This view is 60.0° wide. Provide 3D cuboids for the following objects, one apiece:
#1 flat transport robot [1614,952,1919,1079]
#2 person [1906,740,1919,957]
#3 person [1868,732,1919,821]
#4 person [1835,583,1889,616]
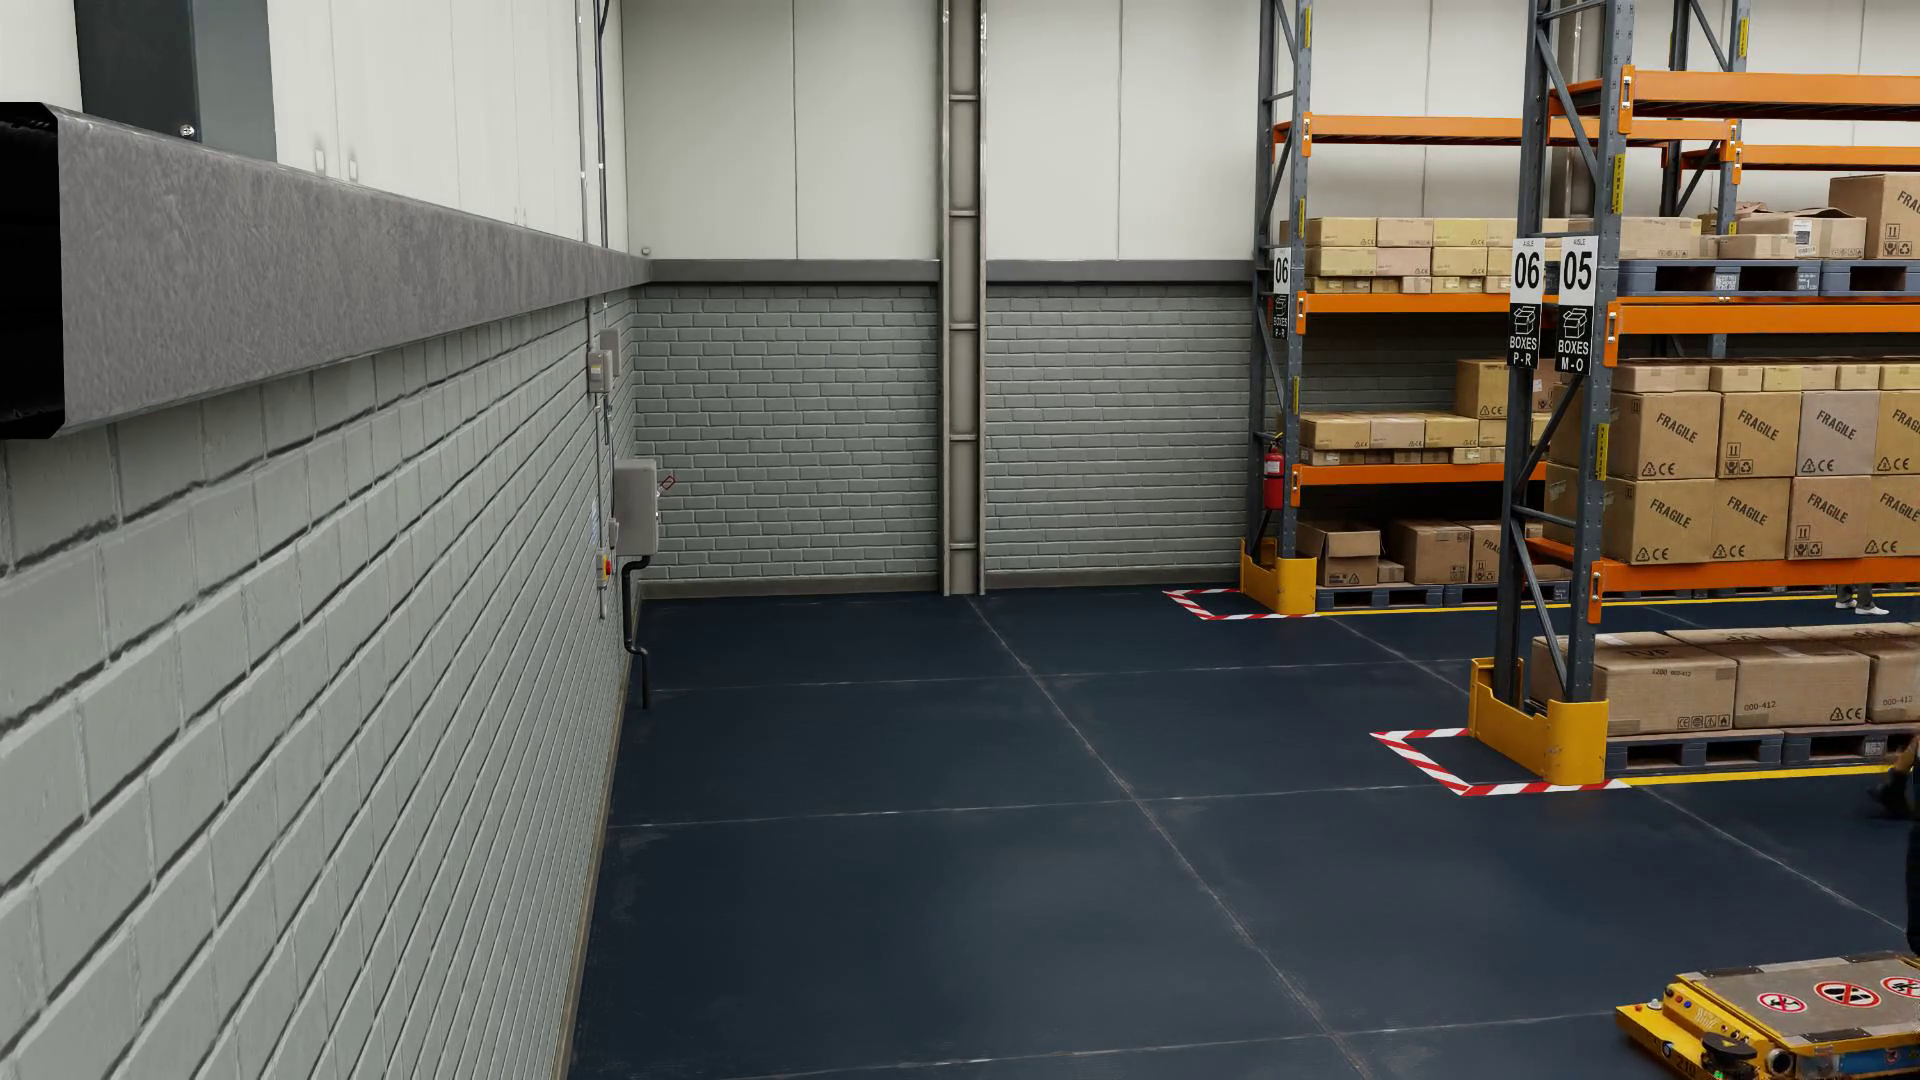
[{"bbox_3d":[3.370,1.863,6.450,1.431,0.197,0.652,-2,9,-13],"label":"flat transport robot"},{"bbox_3d":[3.419,1.235,5.429,0.611,1.884,0.972,7,12,39],"label":"person"},{"bbox_3d":[5.531,0.639,9.032,0.983,1.894,0.541,0,9,-2],"label":"person"},{"bbox_3d":[8.032,-0.293,14.686,0.392,1.921,0.585,-2,9,-9],"label":"person"}]
